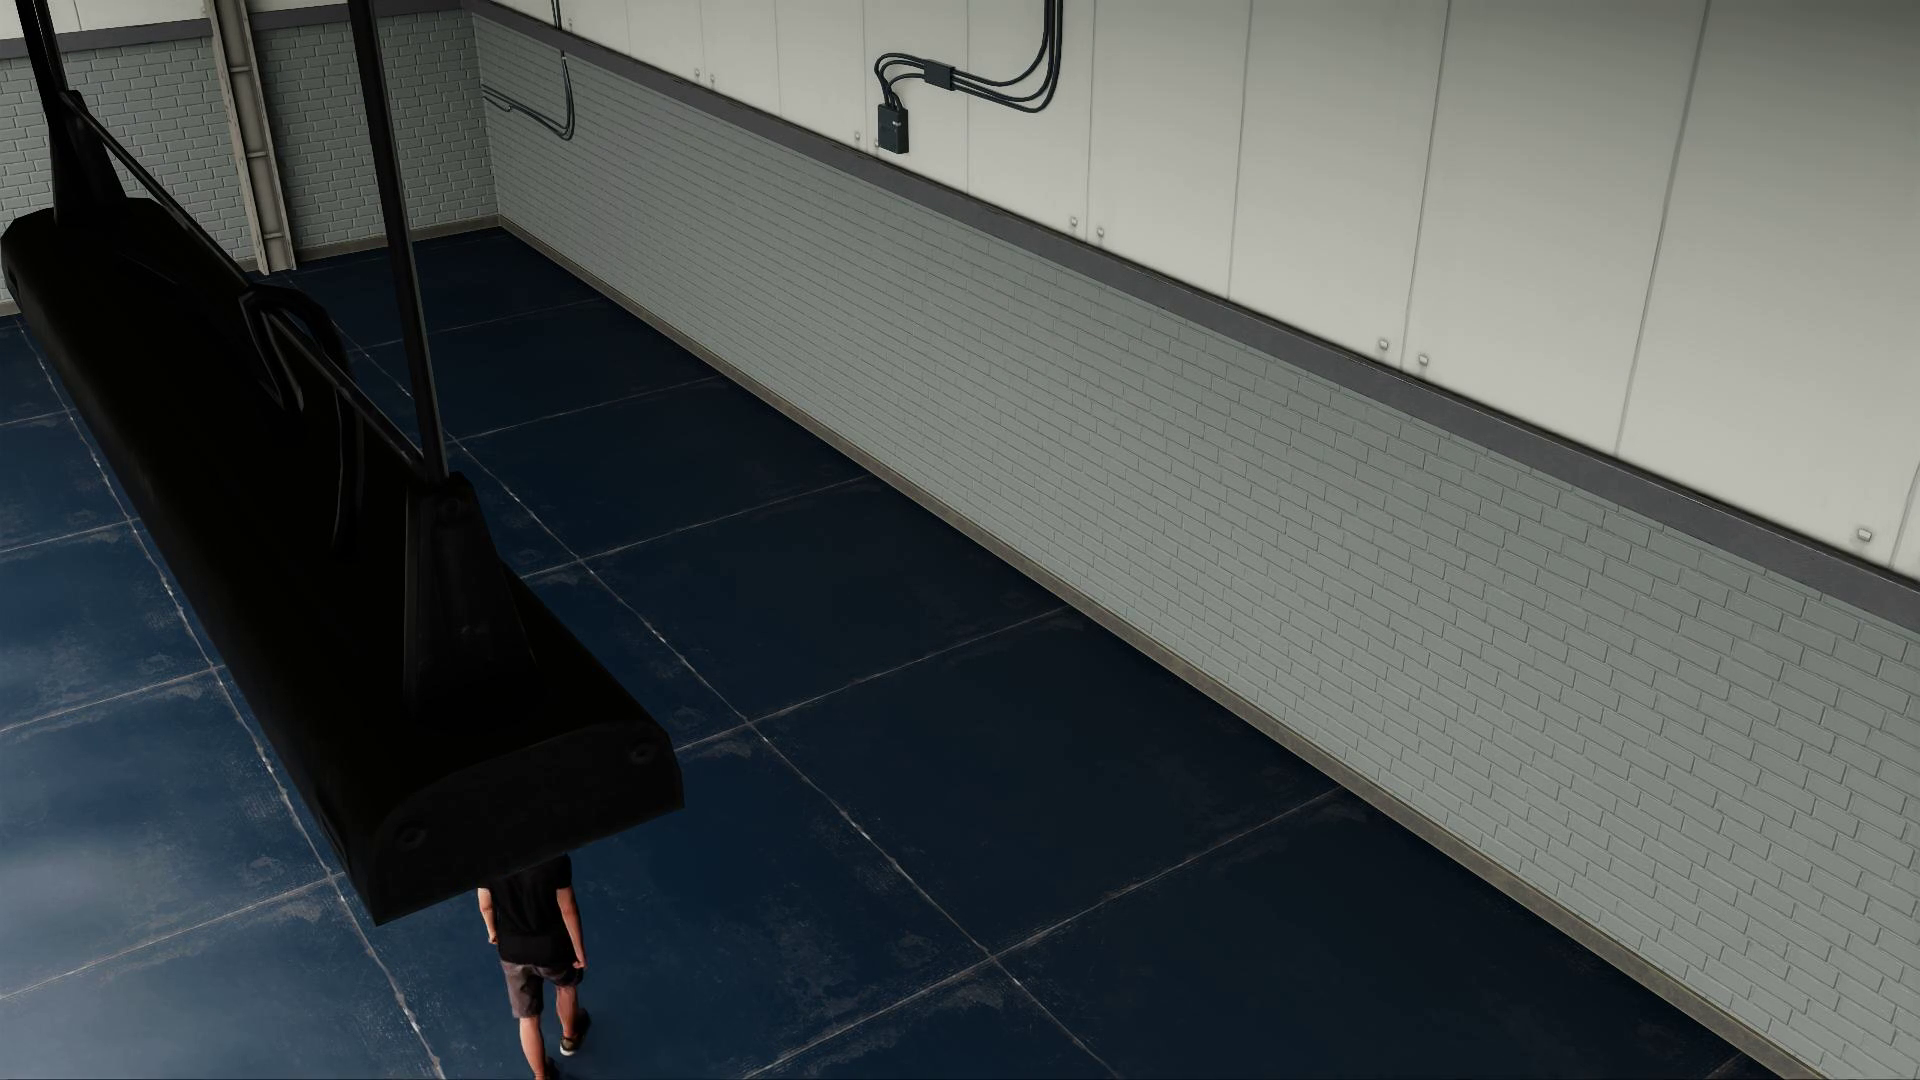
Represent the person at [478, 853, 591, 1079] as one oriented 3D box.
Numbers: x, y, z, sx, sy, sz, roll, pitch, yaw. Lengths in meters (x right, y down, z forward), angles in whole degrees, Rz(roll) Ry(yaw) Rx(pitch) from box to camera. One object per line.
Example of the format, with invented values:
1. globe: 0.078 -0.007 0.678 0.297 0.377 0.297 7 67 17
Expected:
1. person: -2.198 2.150 8.539 0.968 1.844 0.987 -2 28 -4
